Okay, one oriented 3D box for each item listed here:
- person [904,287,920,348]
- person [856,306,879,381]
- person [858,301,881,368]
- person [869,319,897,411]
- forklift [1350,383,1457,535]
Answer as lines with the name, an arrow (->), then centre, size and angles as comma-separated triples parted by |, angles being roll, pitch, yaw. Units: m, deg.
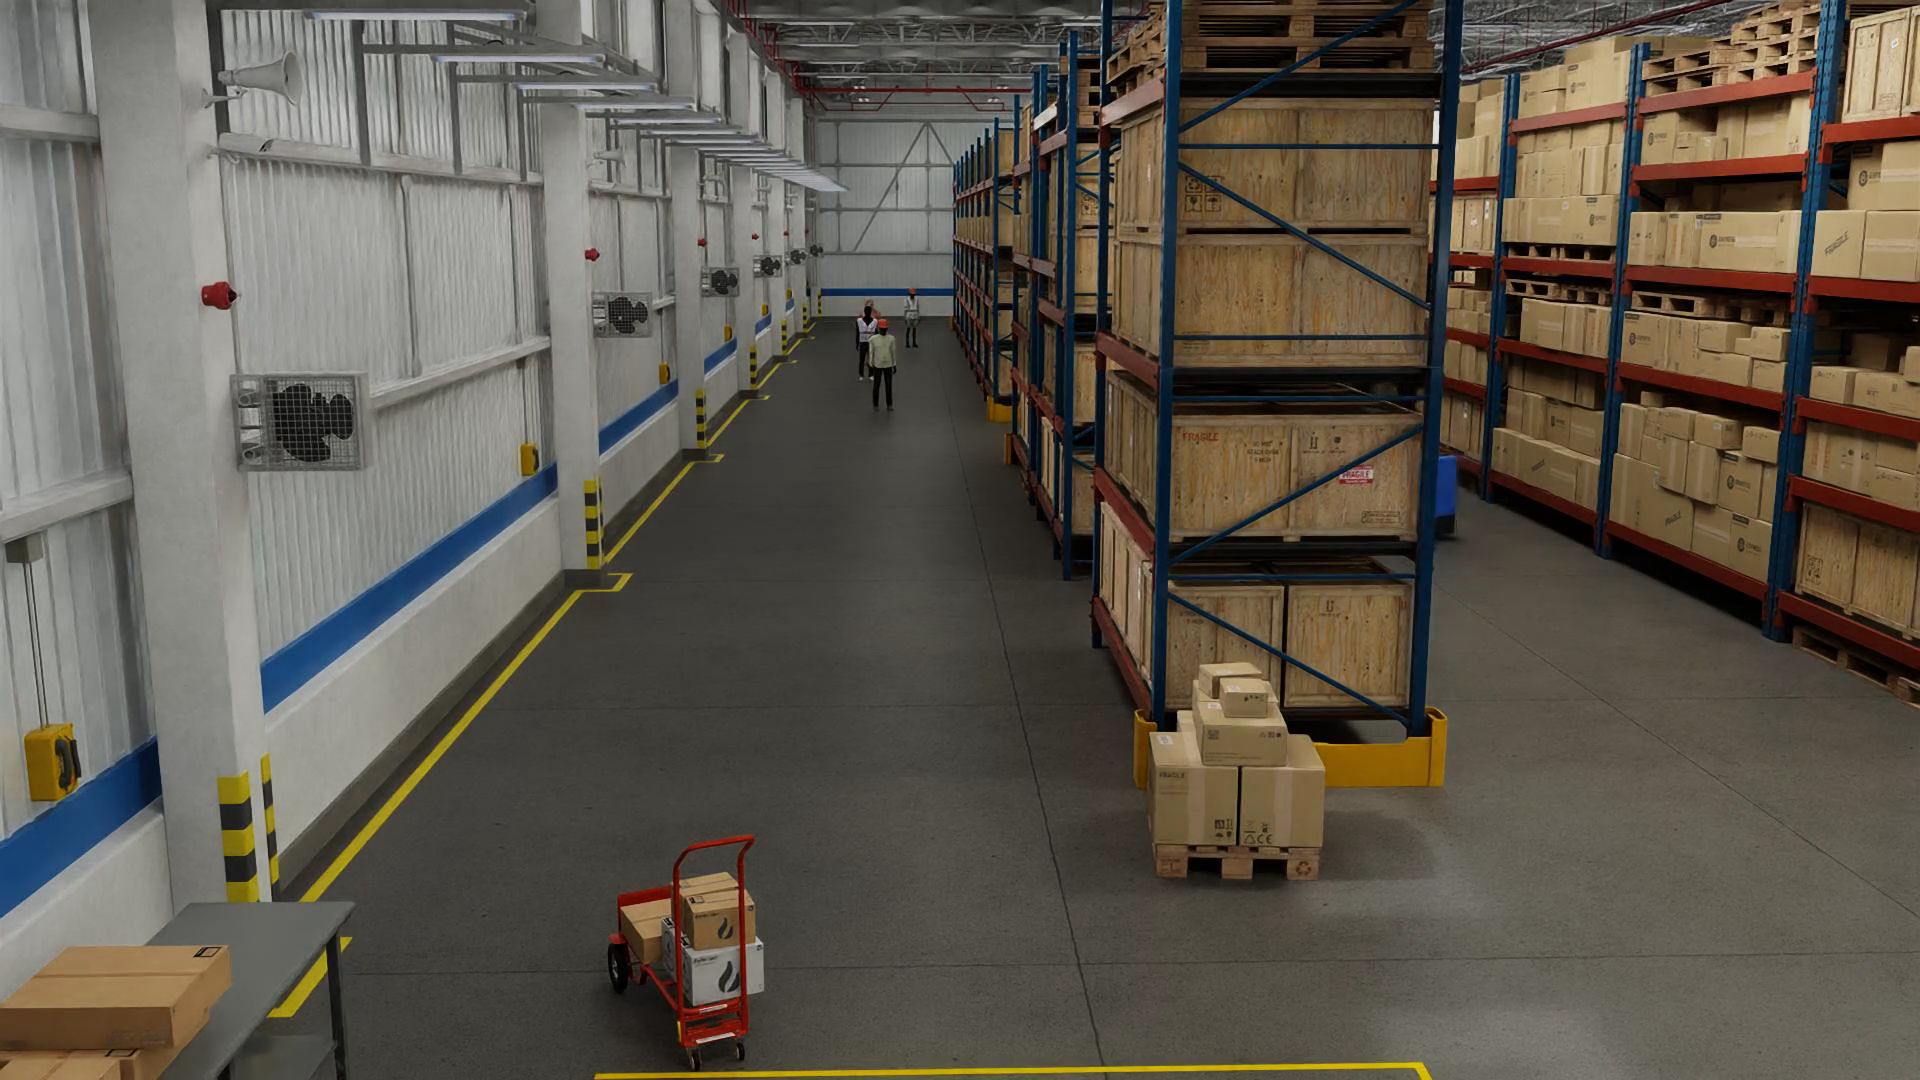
person -> -1.530, -7.166, 53.600 | 0.547, 1.934, 0.376 | -6, 12, -27
person -> -2.371, -5.029, 42.567 | 0.601, 1.907, 0.405 | -2, 11, -9
person -> -2.517, -5.780, 46.582 | 0.639, 1.864, 0.957 | -3, 11, -16
person -> -1.651, -3.755, 35.732 | 0.621, 1.986, 0.409 | -3, 11, -17
forklift -> 5.548, -1.527, 21.794 | 1.129, 2.768, 1.873 | -5, 12, -25
